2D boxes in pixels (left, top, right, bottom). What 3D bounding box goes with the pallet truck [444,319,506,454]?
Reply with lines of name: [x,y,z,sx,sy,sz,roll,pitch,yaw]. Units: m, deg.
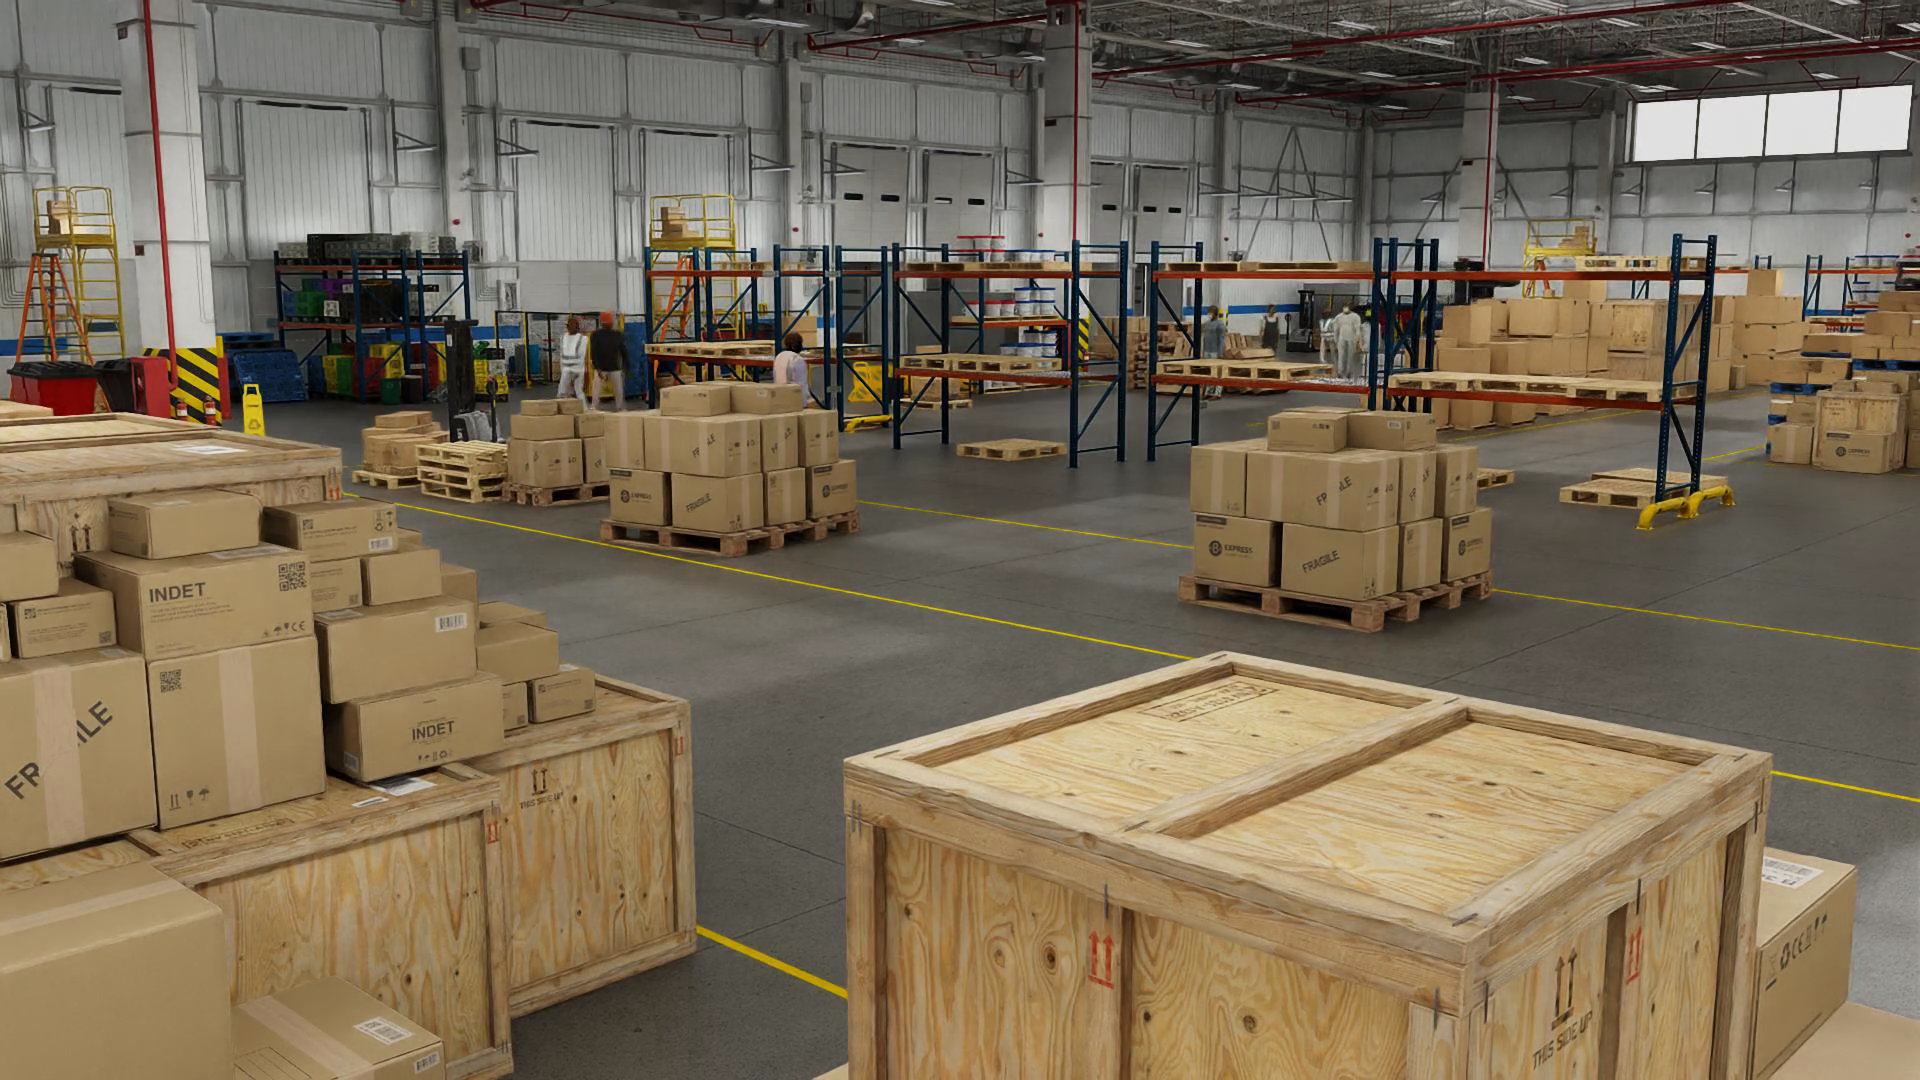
pallet truck: [-6.981,-1.942,22.150,1.885,1.965,0.823,1,9,9]

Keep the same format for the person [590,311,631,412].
person: [-5.890,-2.876,28.068,0.833,1.975,0.419,-5,11,-28]

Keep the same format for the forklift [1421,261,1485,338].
forklift: [11.830,-5.104,38.837,1.873,2.768,1.129,9,13,43]

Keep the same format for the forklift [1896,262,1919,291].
forklift: [22.991,-5.306,40.076,1.129,2.768,1.873,3,10,16]

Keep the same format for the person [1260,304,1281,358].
person: [7.547,-4.854,40.559,0.516,1.821,0.772,0,9,2]

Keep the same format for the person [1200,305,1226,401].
person: [5.099,-3.768,33.530,0.372,1.940,0.631,-5,11,-28]

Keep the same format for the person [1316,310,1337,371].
person: [9.590,-5.212,43.444,0.884,1.576,0.595,-8,13,-42]

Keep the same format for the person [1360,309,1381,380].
person: [9.493,-4.485,38.573,0.500,1.723,0.534,5,11,29]

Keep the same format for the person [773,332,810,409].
person: [-2.151,-1.756,21.487,0.430,1.845,0.623,-7,12,-37]

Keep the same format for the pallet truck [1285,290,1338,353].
pallet truck: [11.297,-6.951,52.861,1.885,1.965,0.823,-5,11,-29]

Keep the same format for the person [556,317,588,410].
person: [-6.677,-2.884,28.435,0.591,1.840,0.880,4,10,22]

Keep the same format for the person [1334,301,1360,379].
person: [9.262,-4.773,39.853,0.631,1.894,1.020,3,10,17]
